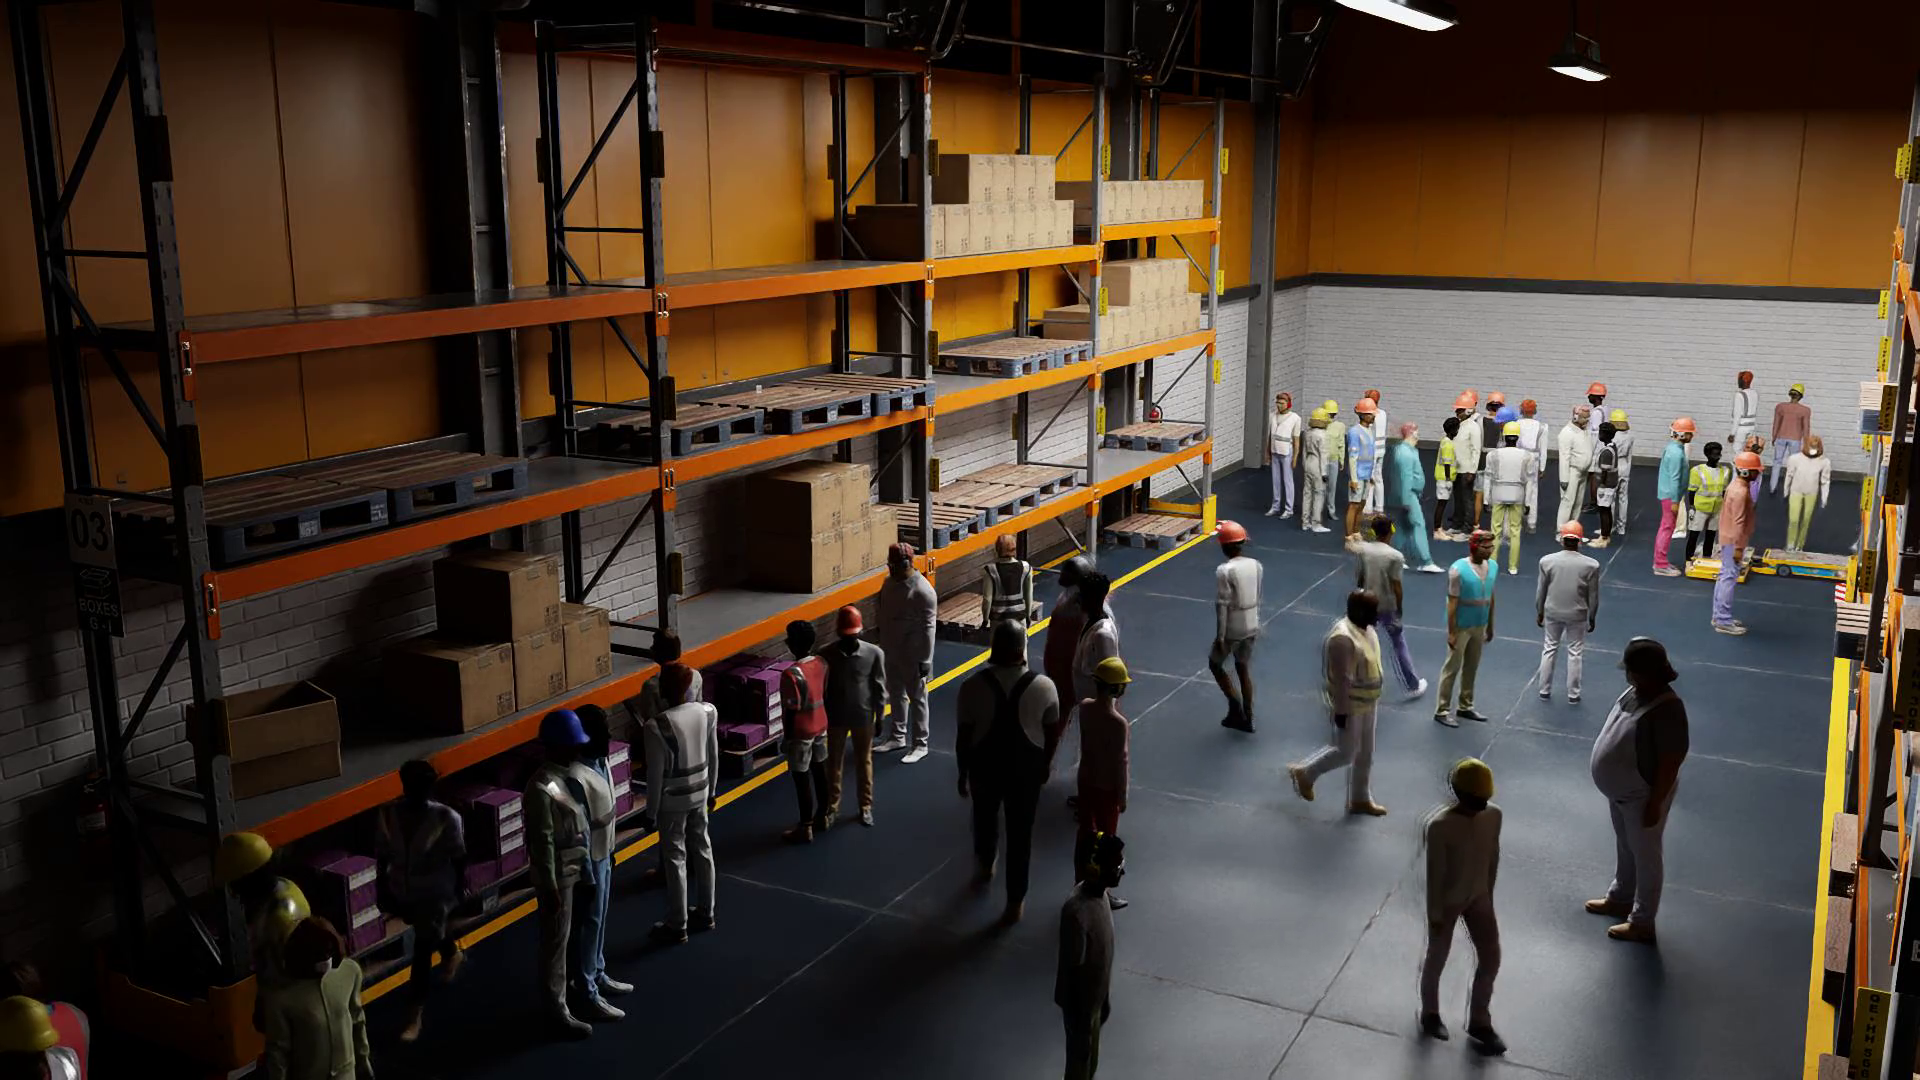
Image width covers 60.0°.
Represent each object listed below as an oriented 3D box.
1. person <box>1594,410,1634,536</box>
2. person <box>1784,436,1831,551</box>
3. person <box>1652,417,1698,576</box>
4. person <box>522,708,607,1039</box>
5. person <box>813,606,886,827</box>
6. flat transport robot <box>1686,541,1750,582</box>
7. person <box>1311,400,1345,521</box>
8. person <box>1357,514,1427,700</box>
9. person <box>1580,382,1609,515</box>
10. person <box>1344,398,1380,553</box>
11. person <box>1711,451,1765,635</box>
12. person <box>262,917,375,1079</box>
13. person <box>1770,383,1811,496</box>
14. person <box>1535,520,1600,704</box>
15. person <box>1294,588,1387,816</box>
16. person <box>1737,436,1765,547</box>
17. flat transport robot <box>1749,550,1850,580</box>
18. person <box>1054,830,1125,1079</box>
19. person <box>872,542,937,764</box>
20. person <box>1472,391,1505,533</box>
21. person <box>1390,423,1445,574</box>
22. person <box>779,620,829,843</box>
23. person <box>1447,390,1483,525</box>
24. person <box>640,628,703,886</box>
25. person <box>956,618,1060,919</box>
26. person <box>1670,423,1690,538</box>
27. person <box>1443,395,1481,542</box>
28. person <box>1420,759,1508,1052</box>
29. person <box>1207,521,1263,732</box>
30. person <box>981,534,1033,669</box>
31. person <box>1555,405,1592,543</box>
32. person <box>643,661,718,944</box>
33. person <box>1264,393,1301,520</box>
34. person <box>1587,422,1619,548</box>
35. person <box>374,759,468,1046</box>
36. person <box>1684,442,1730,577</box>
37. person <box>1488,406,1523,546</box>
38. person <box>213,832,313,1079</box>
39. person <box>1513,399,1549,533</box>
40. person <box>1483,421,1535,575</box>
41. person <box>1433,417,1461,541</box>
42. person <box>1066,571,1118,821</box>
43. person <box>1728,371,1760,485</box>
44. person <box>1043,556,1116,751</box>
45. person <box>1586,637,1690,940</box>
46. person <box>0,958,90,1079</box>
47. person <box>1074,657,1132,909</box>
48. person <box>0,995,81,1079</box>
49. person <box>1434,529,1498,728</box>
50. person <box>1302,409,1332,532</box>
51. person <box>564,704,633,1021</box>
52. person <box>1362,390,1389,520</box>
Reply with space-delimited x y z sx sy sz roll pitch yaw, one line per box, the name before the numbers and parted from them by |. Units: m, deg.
person | 9.034 -0.929 22.955 0.484 1.738 0.321 -5 14 -22
person | 10.958 -0.549 21.540 0.513 1.596 0.760 5 14 22
person | 8.876 -0.541 20.667 0.401 1.989 0.619 5 13 20
person | -2.317 1.921 9.718 0.387 1.948 0.601 1 13 5
person | -0.847 1.346 12.748 0.565 1.747 0.348 0 13 -2
flat transport robot | 9.589 0.262 20.934 0.652 0.197 1.431 7 14 29
person | 5.262 -1.139 23.846 0.525 1.760 0.340 -2 13 -7
person | 4.060 0.640 15.771 0.761 1.816 0.576 -10 16 -39
person | 9.269 -1.341 24.343 0.359 1.939 0.543 7 15 30
person | 5.313 -0.857 21.940 0.377 2.045 0.605 9 15 35
person | 8.472 0.018 18.130 0.394 1.994 0.612 4 13 18
person | -2.969 2.519 7.752 0.288 1.633 0.497 9 15 35
person | 12.830 -1.549 25.700 0.533 1.752 0.342 11 16 40
person | 5.745 0.679 15.743 0.569 1.743 0.351 7 14 29
person | 3.025 1.250 12.992 0.626 1.826 0.629 9 16 36
person | 10.139 -0.536 21.435 0.312 1.631 0.524 1 13 4
flat transport robot | 10.632 0.317 20.685 1.431 0.197 0.652 7 14 29
person | 0.639 2.306 8.210 0.330 1.861 0.505 4 13 17
person | -0.488 0.950 14.171 0.402 1.904 0.638 -10 16 -39
person | 7.229 -1.011 22.666 0.613 2.033 0.411 3 13 14
person | 5.727 -0.519 20.839 0.719 1.863 0.683 3 13 11
person | -1.174 1.427 12.495 0.317 1.695 0.540 7 14 27
person | 7.207 -1.183 23.667 0.385 1.929 0.543 -6 14 -24
person | -2.024 1.522 11.759 0.344 1.839 0.510 10 16 39
person | 0.329 1.490 11.439 0.703 2.000 1.019 1 13 2
person | 9.851 -0.841 22.827 0.299 1.627 0.501 2 13 7
person | 6.826 -0.977 22.586 0.391 1.995 0.613 -2 13 -9
person | 2.894 2.077 9.471 0.536 1.742 0.656 -4 13 -19
person | 2.449 0.783 14.890 0.607 1.911 0.481 -10 16 -37
person | 0.443 0.747 15.672 0.516 1.638 0.317 -4 13 -19
person | 8.284 -0.883 22.393 0.657 1.897 0.402 -12 17 -42
person | -1.823 1.696 10.867 0.349 1.884 0.584 11 16 40
person | 4.677 -1.221 24.033 0.392 1.838 0.561 -9 15 -34
person | 8.607 -0.733 22.182 0.320 1.694 0.532 7 14 27
person | -3.158 2.034 9.886 0.531 1.654 0.880 3 13 14
person | 9.245 -0.381 20.585 0.535 1.699 0.318 -2 13 -9
person | 7.256 -0.845 22.163 0.477 1.917 0.632 2 13 9
person | -3.365 2.312 8.130 0.853 1.866 0.607 -5 13 -19
person | 7.834 -1.022 23.073 0.571 1.876 0.347 3 13 12
person | 6.805 -0.516 20.690 0.587 1.920 0.395 3 13 14
person | 6.629 -0.841 22.672 0.320 1.690 0.535 4 13 16
person | 1.041 1.201 12.898 0.362 1.965 0.611 -1 13 -4
person | 12.312 -1.724 26.179 0.584 1.883 0.337 -9 15 -34
person | 0.879 1.069 13.322 1.020 2.000 0.687 -8 15 -33
person | 4.421 1.603 10.932 0.535 2.000 0.673 0 13 1
person | -3.840 2.604 6.937 0.434 1.834 0.627 1 13 4
person | 0.991 1.652 11.358 0.345 1.756 0.518 -7 15 -29
person | -3.702 2.666 6.667 0.403 1.824 0.594 5 14 22
person | 4.607 0.787 15.077 0.576 1.832 0.406 -7 15 -30
person | 4.961 -0.971 23.174 0.317 1.729 0.524 -5 14 -23
person | -2.199 1.895 9.903 0.392 1.919 0.590 0 13 -1
person | 5.955 -1.237 24.031 0.576 1.876 0.358 -11 17 -41
